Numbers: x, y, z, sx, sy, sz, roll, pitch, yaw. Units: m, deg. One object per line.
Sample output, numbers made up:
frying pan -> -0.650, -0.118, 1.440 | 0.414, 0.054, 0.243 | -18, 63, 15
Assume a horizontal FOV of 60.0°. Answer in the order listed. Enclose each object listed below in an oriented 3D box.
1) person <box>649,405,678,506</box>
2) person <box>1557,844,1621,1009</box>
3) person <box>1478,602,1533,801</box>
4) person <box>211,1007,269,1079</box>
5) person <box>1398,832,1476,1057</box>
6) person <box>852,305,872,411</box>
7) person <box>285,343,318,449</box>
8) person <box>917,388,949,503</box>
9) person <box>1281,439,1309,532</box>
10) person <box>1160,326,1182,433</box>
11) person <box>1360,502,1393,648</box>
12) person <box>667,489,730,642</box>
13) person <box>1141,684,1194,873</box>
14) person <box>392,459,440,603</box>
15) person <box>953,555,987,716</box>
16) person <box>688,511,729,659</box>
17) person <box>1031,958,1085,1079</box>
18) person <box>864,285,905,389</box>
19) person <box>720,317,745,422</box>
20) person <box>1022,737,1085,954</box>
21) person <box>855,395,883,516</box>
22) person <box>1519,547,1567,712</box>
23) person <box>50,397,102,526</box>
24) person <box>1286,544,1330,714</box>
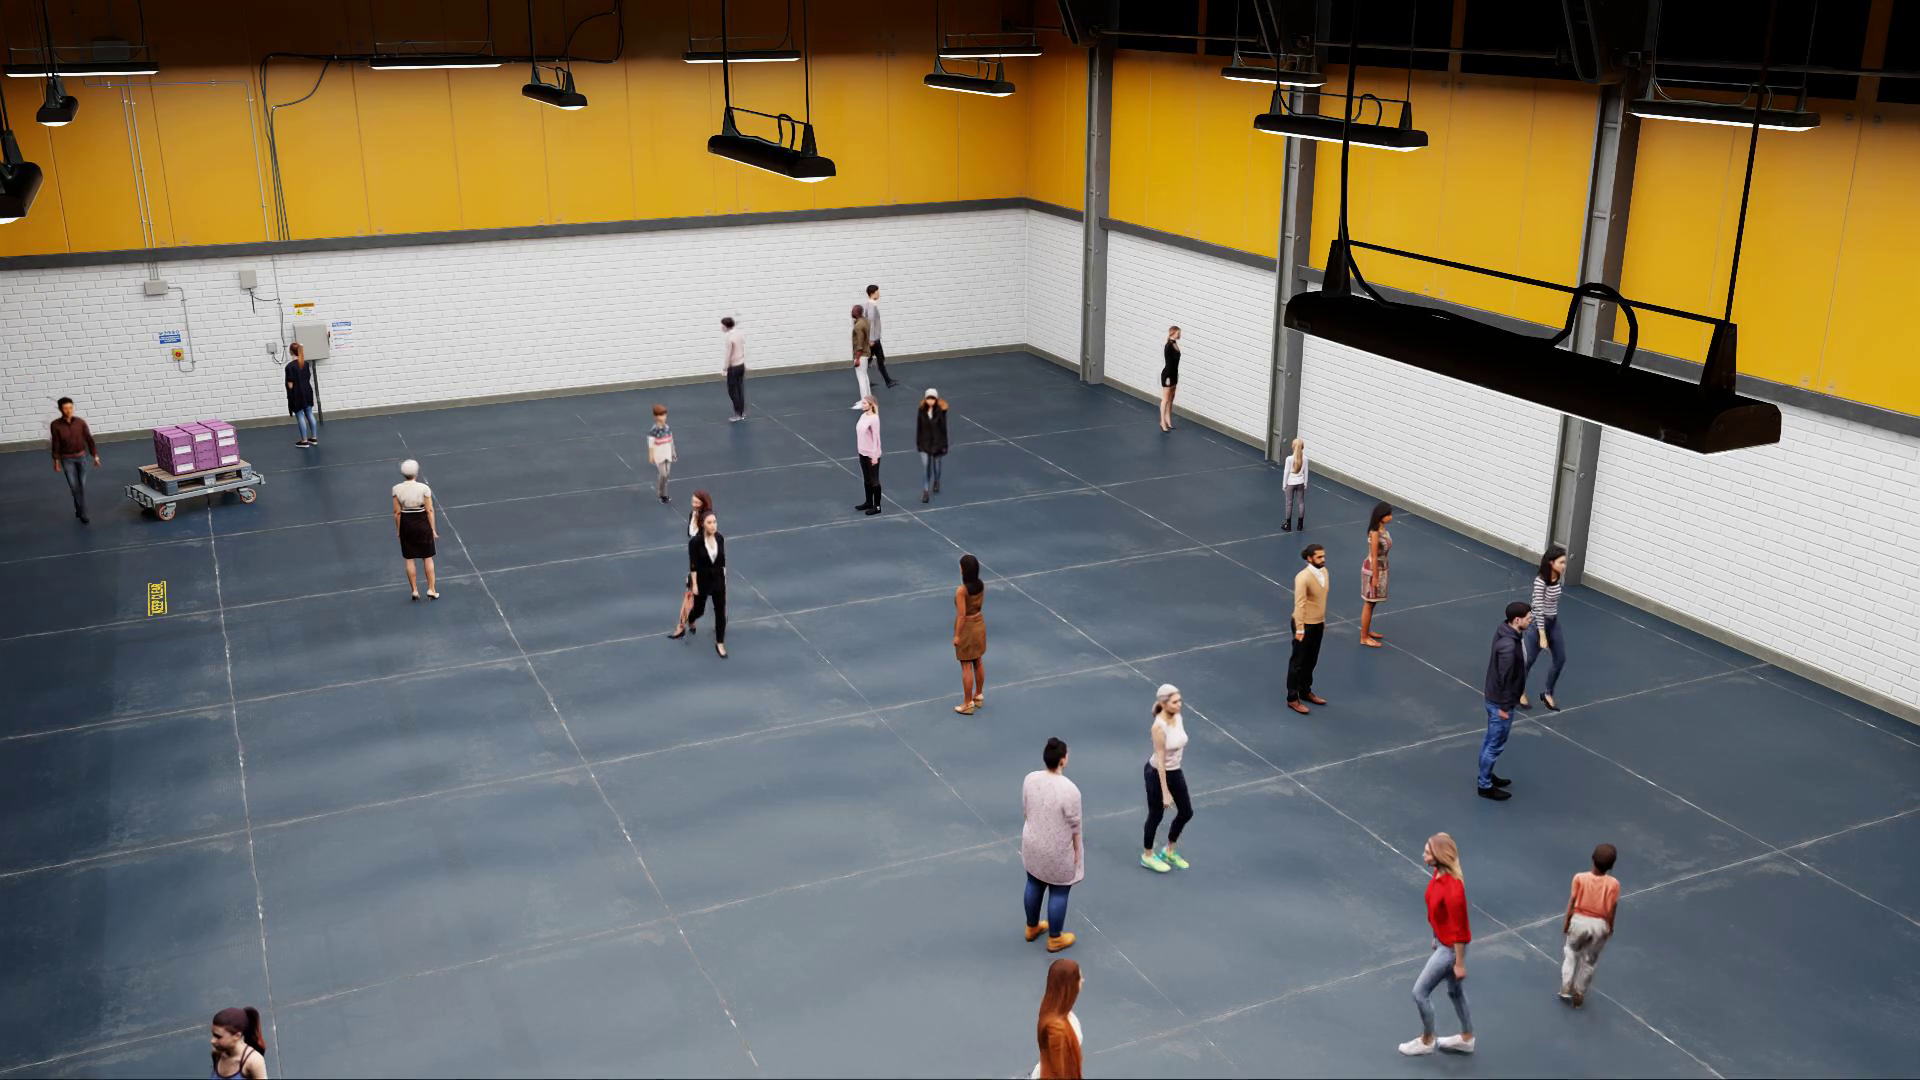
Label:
person -> -4.295, -1.243, 23.769 | 0.712, 1.428, 0.643 | 14, 23, 35
person -> 4.529, 2.801, 11.963 | 0.577, 1.299, 0.641 | 7, 20, 20
person -> 4.913, 1.431, 15.108 | 0.809, 1.888, 0.724 | 5, 19, 13
person -> -4.130, 3.415, 9.655 | 0.624, 1.608, 0.709 | 10, 21, 27
person -> 3.391, 2.803, 11.371 | 0.877, 1.674, 0.845 | 1, 19, 4
person -> -1.717, -3.203, 28.969 | 0.862, 1.825, 0.727 | 2, 19, 7
person -> -10.531, -2.327, 26.590 | 0.749, 1.683, 0.718 | 10, 21, 27
person -> -0.386, -1.393, 23.949 | 0.955, 1.598, 1.141 | 2, 19, 6
person -> 4.546, -0.754, 22.553 | 0.551, 1.278, 0.567 | -2, 19, -6
person -> 3.492, -2.680, 27.505 | 0.701, 1.767, 0.667 | 10, 21, 27
person -> 4.654, 0.359, 18.675 | 0.771, 1.643, 0.704 | 6, 20, 18
person -> -2.807, 0.272, 18.750 | 1.142, 1.760, 1.019 | 14, 23, 36
person -> 1.616, 1.973, 13.813 | 0.763, 1.687, 0.723 | 15, 23, 37
person -> -6.511, -0.110, 19.892 | 0.686, 1.755, 0.646 | -1, 19, -4
person -> 0.100, 0.945, 16.861 | 0.664, 1.690, 0.643 | 12, 22, 31
person -> -2.813, 0.469, 18.354 | 0.684, 1.640, 1.010 | -12, 22, -33
person -> 0.493, 3.277, 9.912 | 0.848, 1.707, 0.821 | 0, 19, 0
person -> -1.681, -3.682, 30.276 | 1.026, 1.898, 1.086 | -2, 19, -6
person -> -3.800, -2.939, 28.253 | 0.844, 1.781, 0.803 | 14, 23, 35
person -> 0.683, 2.312, 12.719 | 0.718, 1.743, 0.838 | 15, 24, 38
person -> -1.243, -1.206, 23.254 | 0.668, 1.688, 0.495 | -11, 21, -28
person -> 5.823, 0.897, 16.878 | 0.681, 1.771, 0.765 | -13, 23, -34
person -> -12.204, -1.103, 22.852 | 0.887, 1.748, 1.090 | -17, 25, -41
person -> 3.562, 0.867, 16.994 | 0.713, 1.754, 0.731 | 18, 25, 42
